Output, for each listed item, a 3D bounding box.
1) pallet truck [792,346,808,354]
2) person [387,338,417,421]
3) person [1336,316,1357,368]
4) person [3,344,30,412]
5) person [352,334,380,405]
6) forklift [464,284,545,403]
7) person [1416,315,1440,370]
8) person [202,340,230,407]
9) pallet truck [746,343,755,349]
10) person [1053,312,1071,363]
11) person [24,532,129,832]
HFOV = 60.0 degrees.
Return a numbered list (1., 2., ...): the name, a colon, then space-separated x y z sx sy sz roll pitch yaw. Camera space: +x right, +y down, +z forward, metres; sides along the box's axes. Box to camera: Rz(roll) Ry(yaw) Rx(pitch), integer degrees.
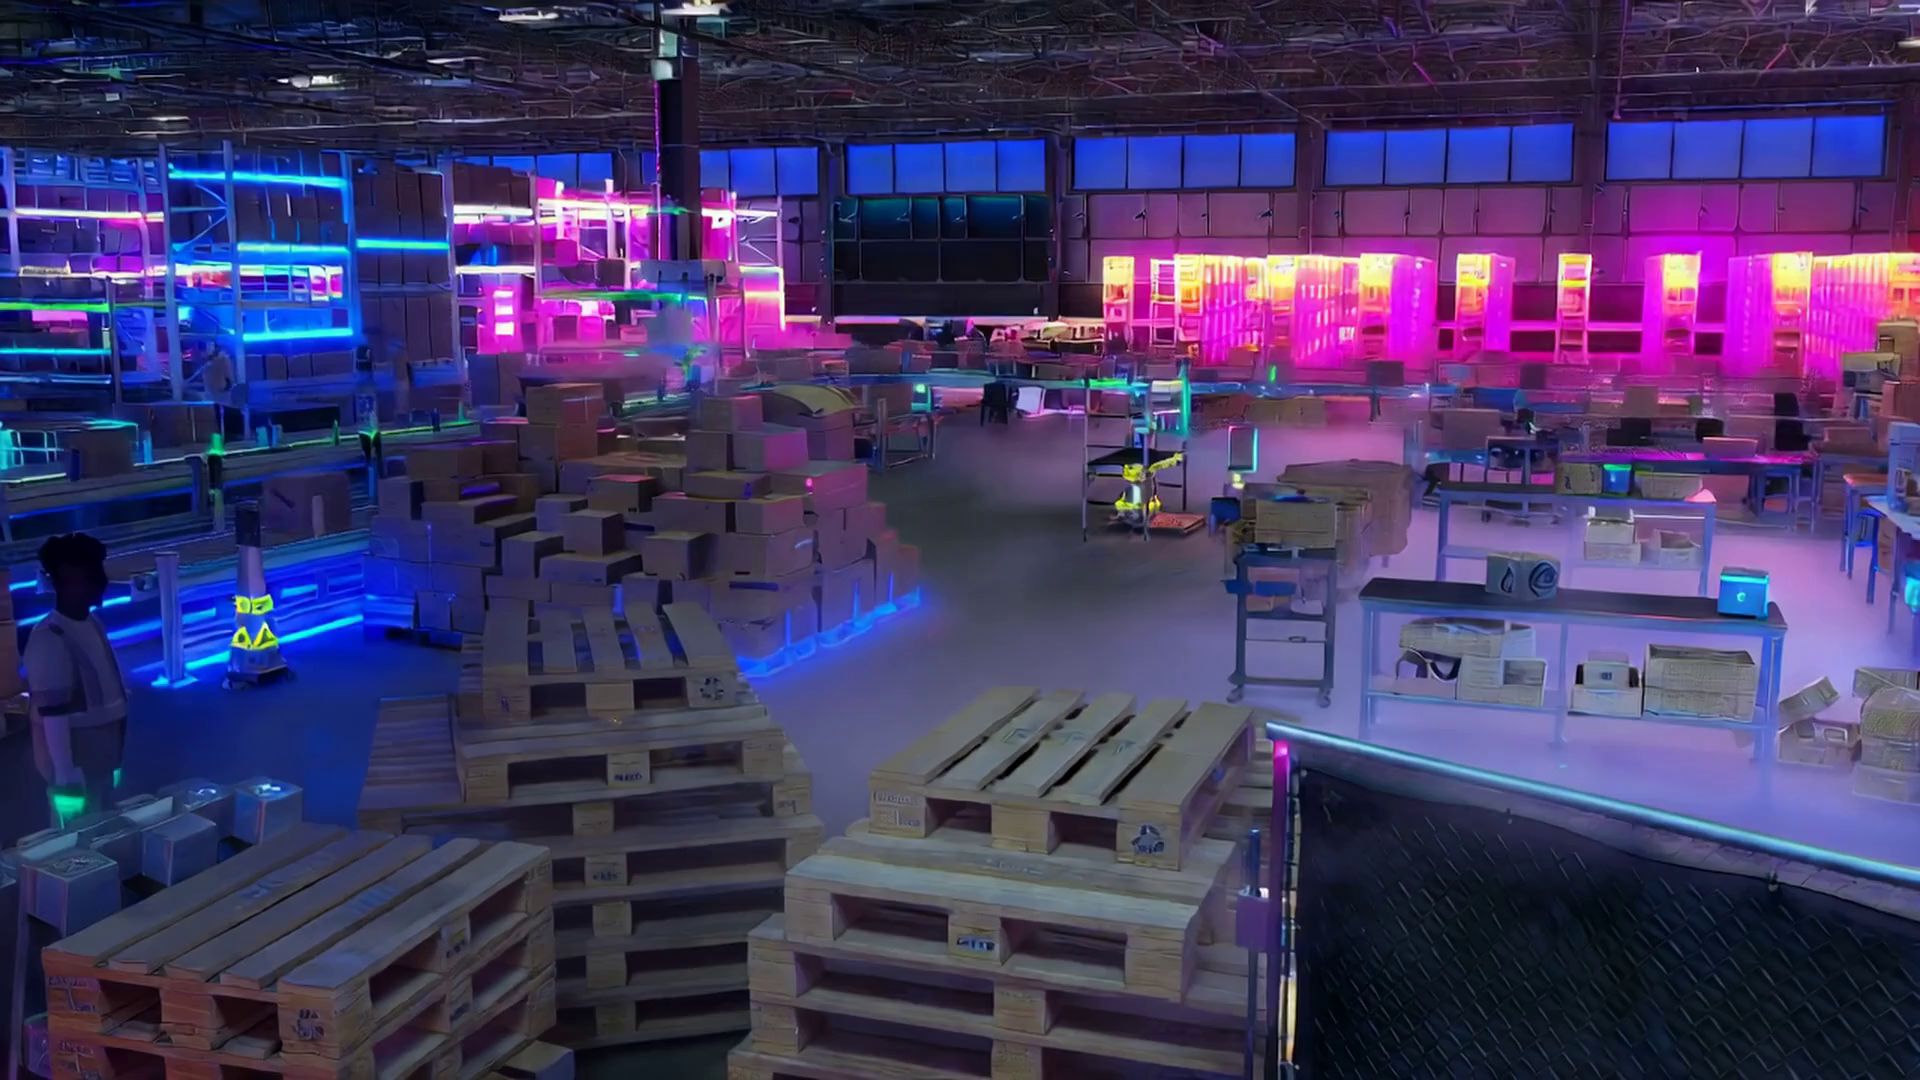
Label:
1. pallet truck: -3.705 -4.298 42.022 0.653 1.274 1.630 3 10 20
2. person: -11.534 -3.311 34.493 0.533 1.731 0.864 4 10 24
3. person: 10.859 -5.344 46.720 0.604 1.893 0.993 2 9 13
4. person: -20.500 -3.609 35.893 1.027 1.888 0.549 4 10 26
5. person: -13.915 -3.965 38.814 0.550 1.663 0.855 2 9 13
6. forklift: -10.832 -4.702 39.610 1.129 2.768 1.873 3 10 20
7. person: 14.648 -6.100 51.691 0.798 1.825 0.559 7 11 36
8. person: -14.108 -2.897 31.653 0.599 1.809 0.769 2 9 14
9. pallet truck: -6.183 -4.618 44.264 1.601 1.201 0.680 -9 12 -43
10. person: 3.281 -6.447 53.847 0.586 1.833 0.403 2 9 15
11. person: -3.724 0.934 7.080 0.361 1.964 0.617 -2 9 -14
